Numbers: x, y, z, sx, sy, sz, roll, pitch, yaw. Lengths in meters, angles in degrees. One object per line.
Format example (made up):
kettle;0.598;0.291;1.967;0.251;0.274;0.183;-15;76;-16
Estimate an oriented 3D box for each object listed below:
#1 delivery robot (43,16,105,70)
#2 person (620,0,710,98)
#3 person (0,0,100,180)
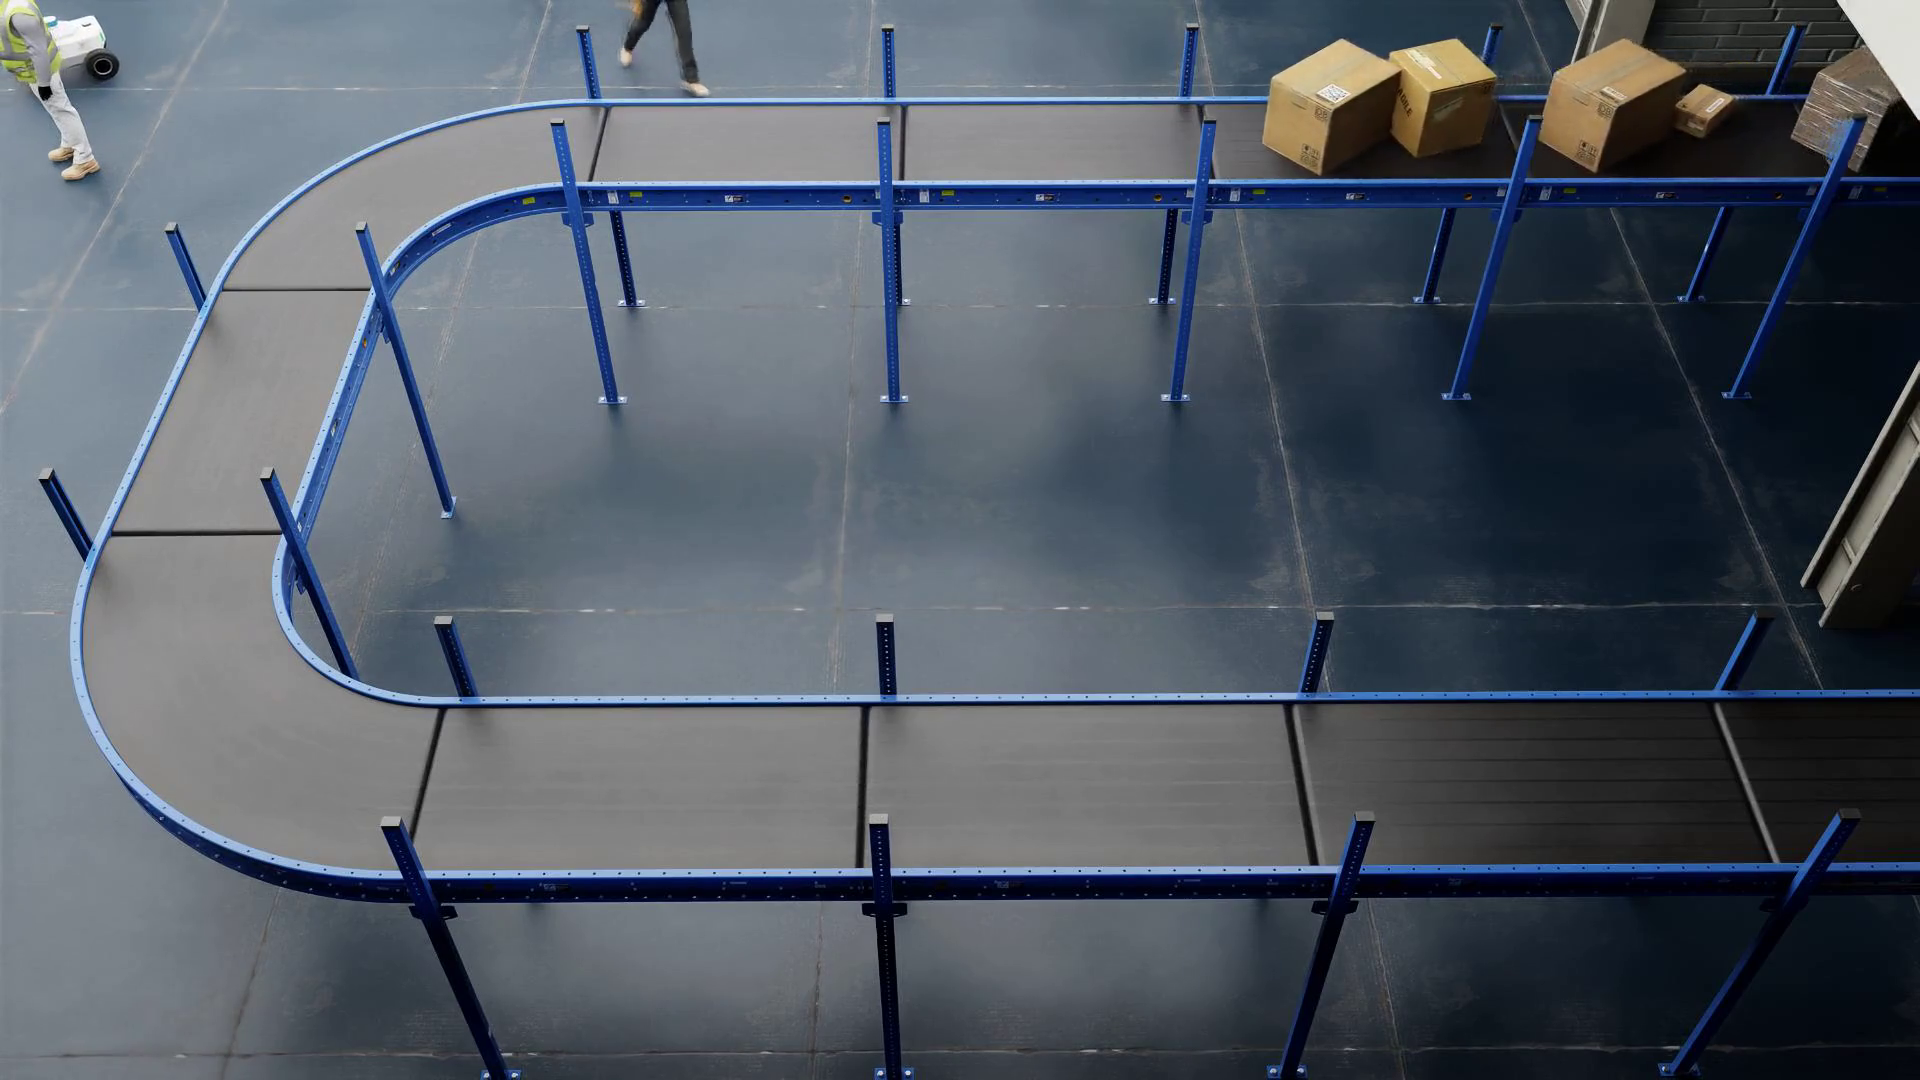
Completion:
delivery robot;-7.782;-4.289;14.853;0.707;0.478;0.477;-26;52;-22
person;-2.575;-4.666;14.418;0.555;1.794;0.983;-32;55;-26
person;-7.267;-3.707;13.483;0.430;1.838;0.619;-27;52;-23
